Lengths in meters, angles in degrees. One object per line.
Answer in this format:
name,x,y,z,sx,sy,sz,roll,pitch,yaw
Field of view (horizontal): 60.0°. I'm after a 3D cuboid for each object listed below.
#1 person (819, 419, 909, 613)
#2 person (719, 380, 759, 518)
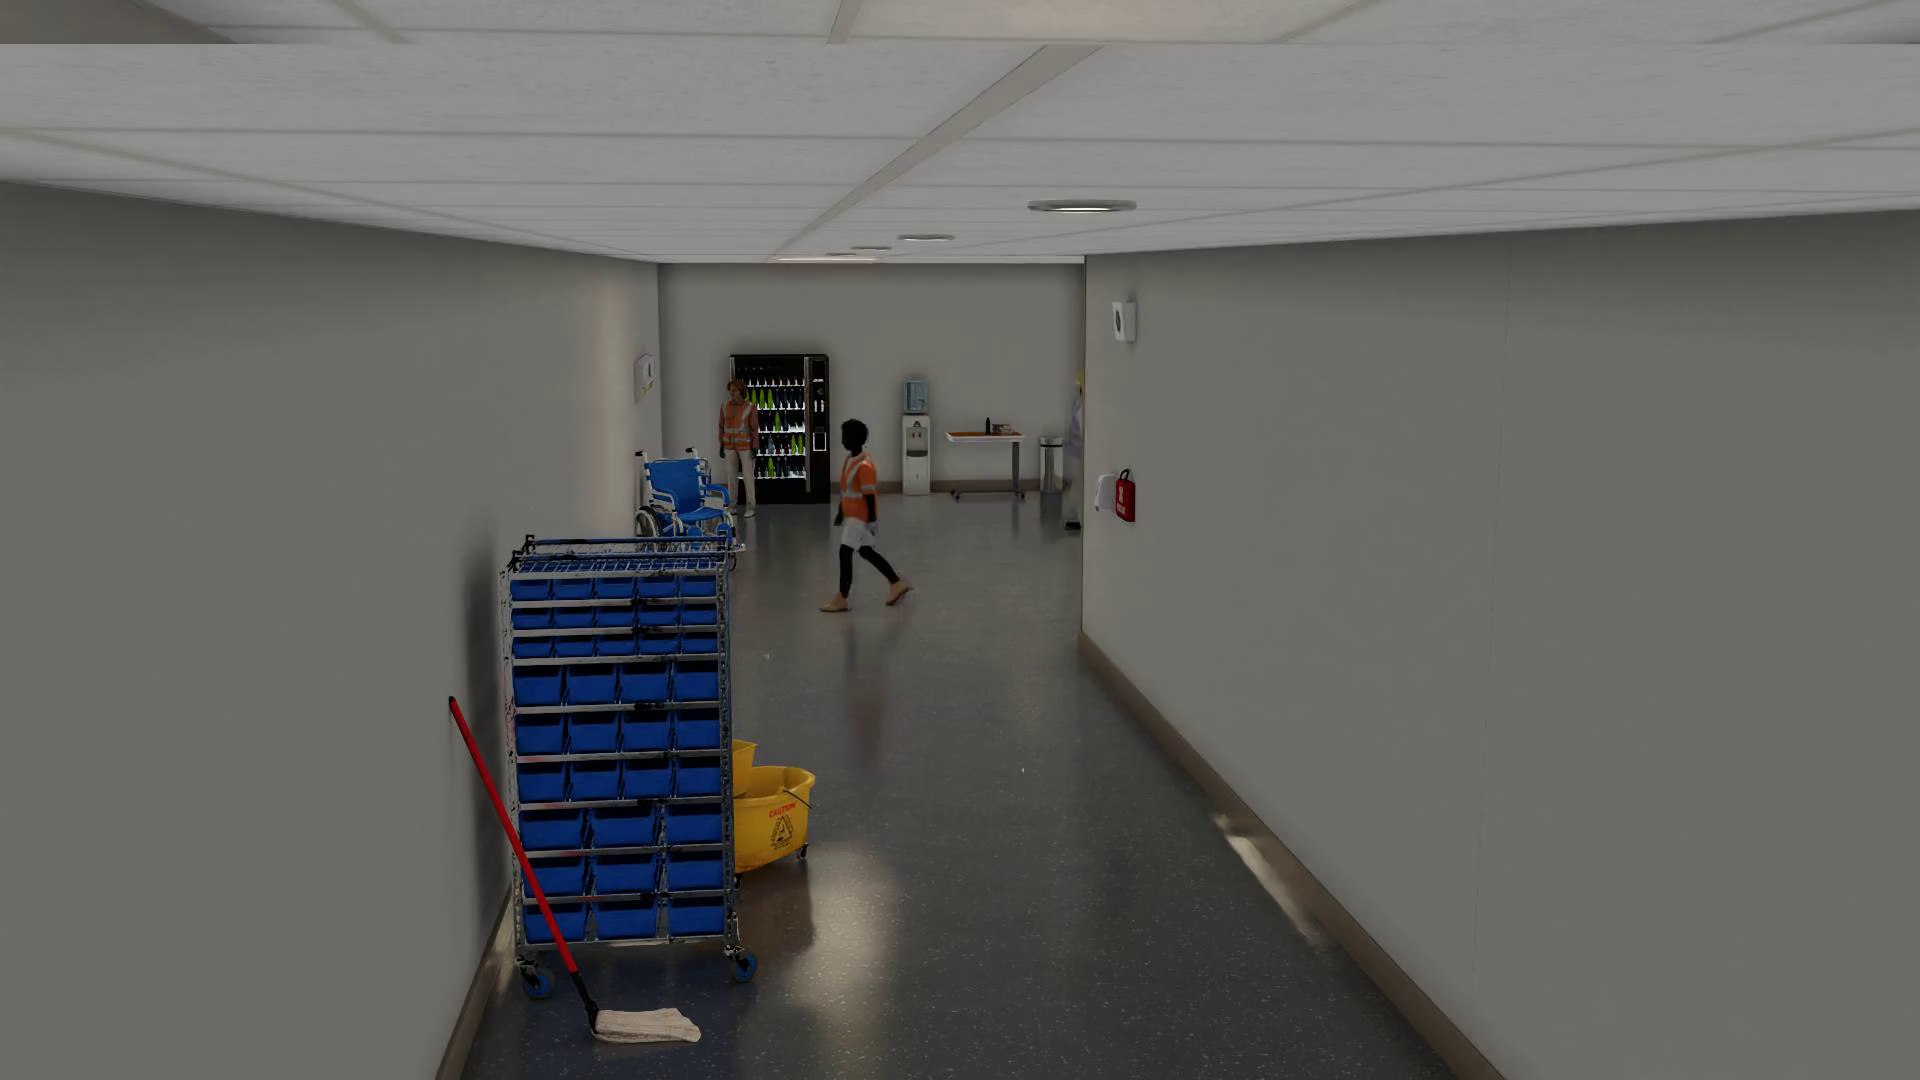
person,-0.808,-0.220,14.266,0.794,1.660,0.519,-2,9,-15
person,-2.624,-1.083,19.729,0.525,1.639,0.307,4,10,21
